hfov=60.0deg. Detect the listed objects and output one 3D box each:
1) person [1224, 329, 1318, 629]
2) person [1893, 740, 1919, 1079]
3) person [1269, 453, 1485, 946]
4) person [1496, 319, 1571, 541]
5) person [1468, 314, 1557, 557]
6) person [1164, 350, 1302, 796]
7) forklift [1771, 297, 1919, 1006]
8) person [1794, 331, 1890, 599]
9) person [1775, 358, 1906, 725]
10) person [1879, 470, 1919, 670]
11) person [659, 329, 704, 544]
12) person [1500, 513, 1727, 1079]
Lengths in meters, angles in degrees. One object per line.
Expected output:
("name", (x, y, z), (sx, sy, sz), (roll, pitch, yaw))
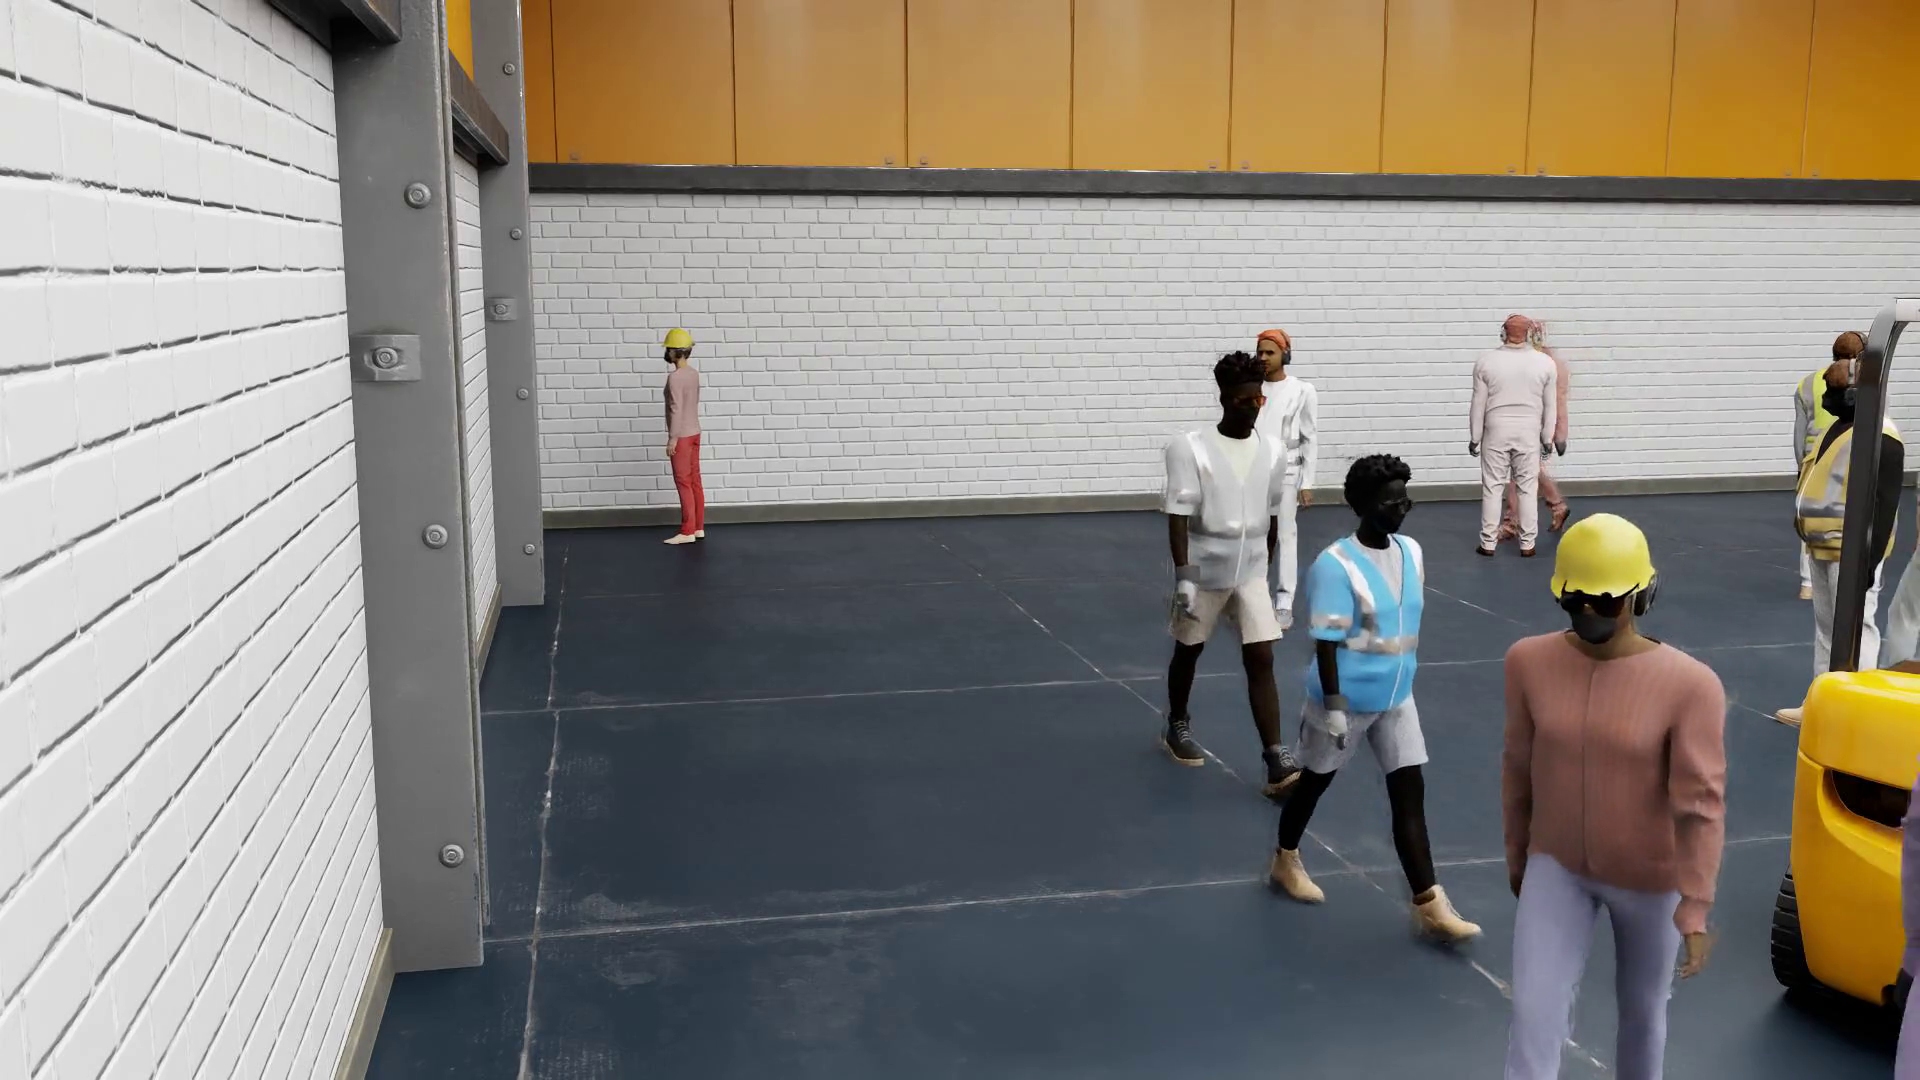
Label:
("person", (1.953, -0.381, 10.481), (0.574, 1.883, 0.361), (6, 11, 34))
("person", (2.053, 0.849, 3.121), (1.037, 1.848, 0.656), (-6, 11, -31))
("person", (1.391, 0.523, 5.672), (0.546, 1.644, 0.890), (-6, 11, -32))
("person", (4.834, -0.937, 13.984), (1.002, 1.857, 0.622), (-4, 10, -24))
("person", (4.323, -0.813, 13.045), (0.653, 1.905, 0.407), (2, 10, 12))
("person", (1.174, 0.136, 7.263), (0.617, 1.906, 1.045), (-3, 10, -16))
("forklift", (3.542, 0.334, 5.177), (2.313, 2.155, 1.214), (-9, 13, -43))
("person", (5.967, -0.487, 11.249), (0.429, 1.845, 0.620), (-7, 12, -38))
("person", (4.226, 0.054, 7.967), (0.430, 1.841, 0.624), (1, 9, 8))
("person", (4.867, 0.019, 8.087), (0.598, 1.908, 0.902), (-6, 11, -34))
("person", (-2.294, -0.846, 13.667), (0.313, 1.768, 0.533), (2, 9, 11))
("person", (1.471, 0.789, 3.835), (0.546, 1.706, 0.900), (7, 12, 37))
